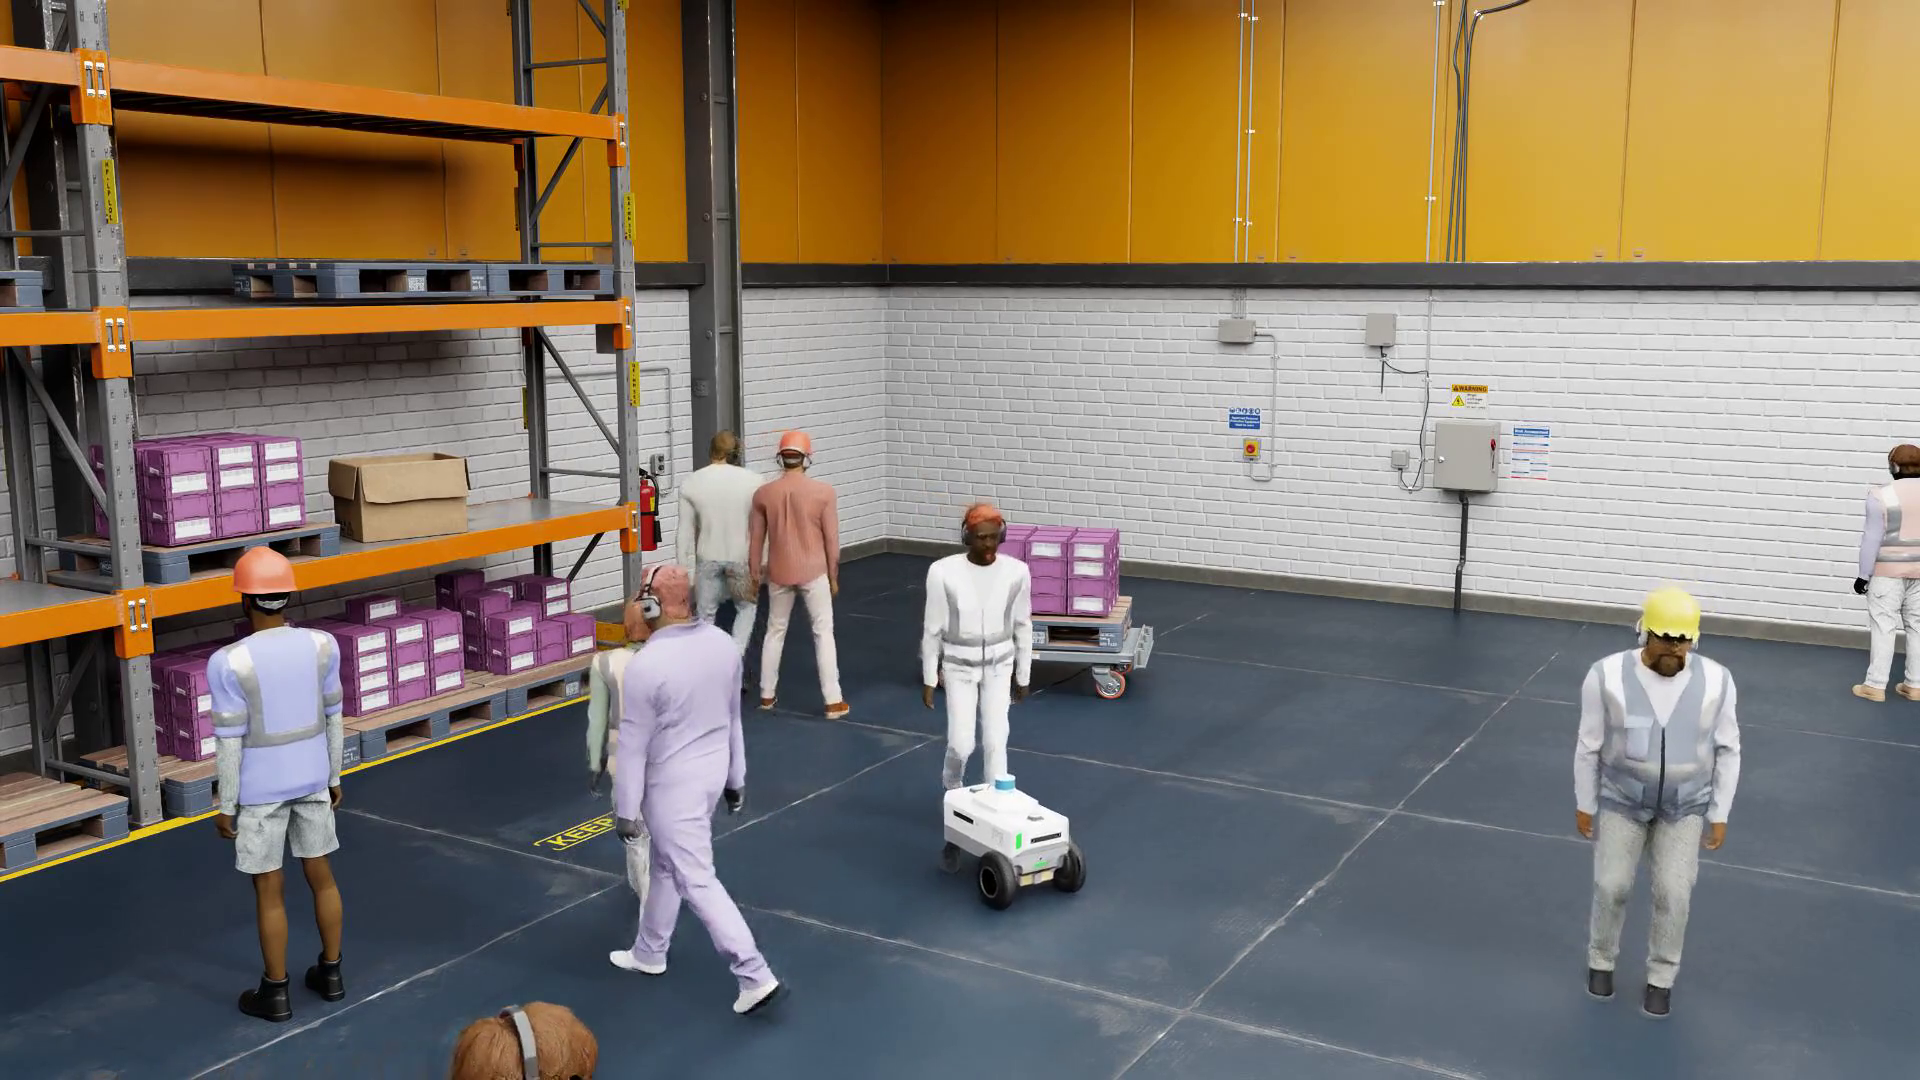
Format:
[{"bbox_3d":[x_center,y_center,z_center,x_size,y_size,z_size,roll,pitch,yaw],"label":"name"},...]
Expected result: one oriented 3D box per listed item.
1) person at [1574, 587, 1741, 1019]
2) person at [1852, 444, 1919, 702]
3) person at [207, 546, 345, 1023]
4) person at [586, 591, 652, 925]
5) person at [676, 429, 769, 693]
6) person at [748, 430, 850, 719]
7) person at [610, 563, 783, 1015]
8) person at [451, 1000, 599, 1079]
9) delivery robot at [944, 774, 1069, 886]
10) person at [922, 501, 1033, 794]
[{"bbox_3d":[2.834,1.059,6.795,0.614,1.805,0.515,3,9,16],"label":"person"},{"bbox_3d":[6.652,0.235,11.794,0.622,1.838,0.429,0,9,-3],"label":"person"},{"bbox_3d":[-2.778,0.988,6.778,0.357,1.938,0.543,8,12,40],"label":"person"},{"bbox_3d":[-1.402,1.017,7.624,0.547,1.593,0.833,0,9,0],"label":"person"},{"bbox_3d":[-1.704,0.171,11.943,0.703,1.921,0.473,-1,9,-3],"label":"person"},{"bbox_3d":[-1.125,0.227,11.478,0.668,1.979,0.443,2,9,12],"label":"person"},{"bbox_3d":[-1.117,1.017,6.878,0.993,1.856,0.648,5,10,29],"label":"person"},{"bbox_3d":[-0.840,1.677,2.868,0.802,1.817,0.634,-6,11,-34],"label":"person"},{"bbox_3d":[0.221,1.401,8.208,0.477,0.478,0.707,-6,11,-32],"label":"delivery robot"},{"bbox_3d":[0.080,0.697,8.831,0.617,1.862,0.566,-2,9,-11],"label":"person"}]
